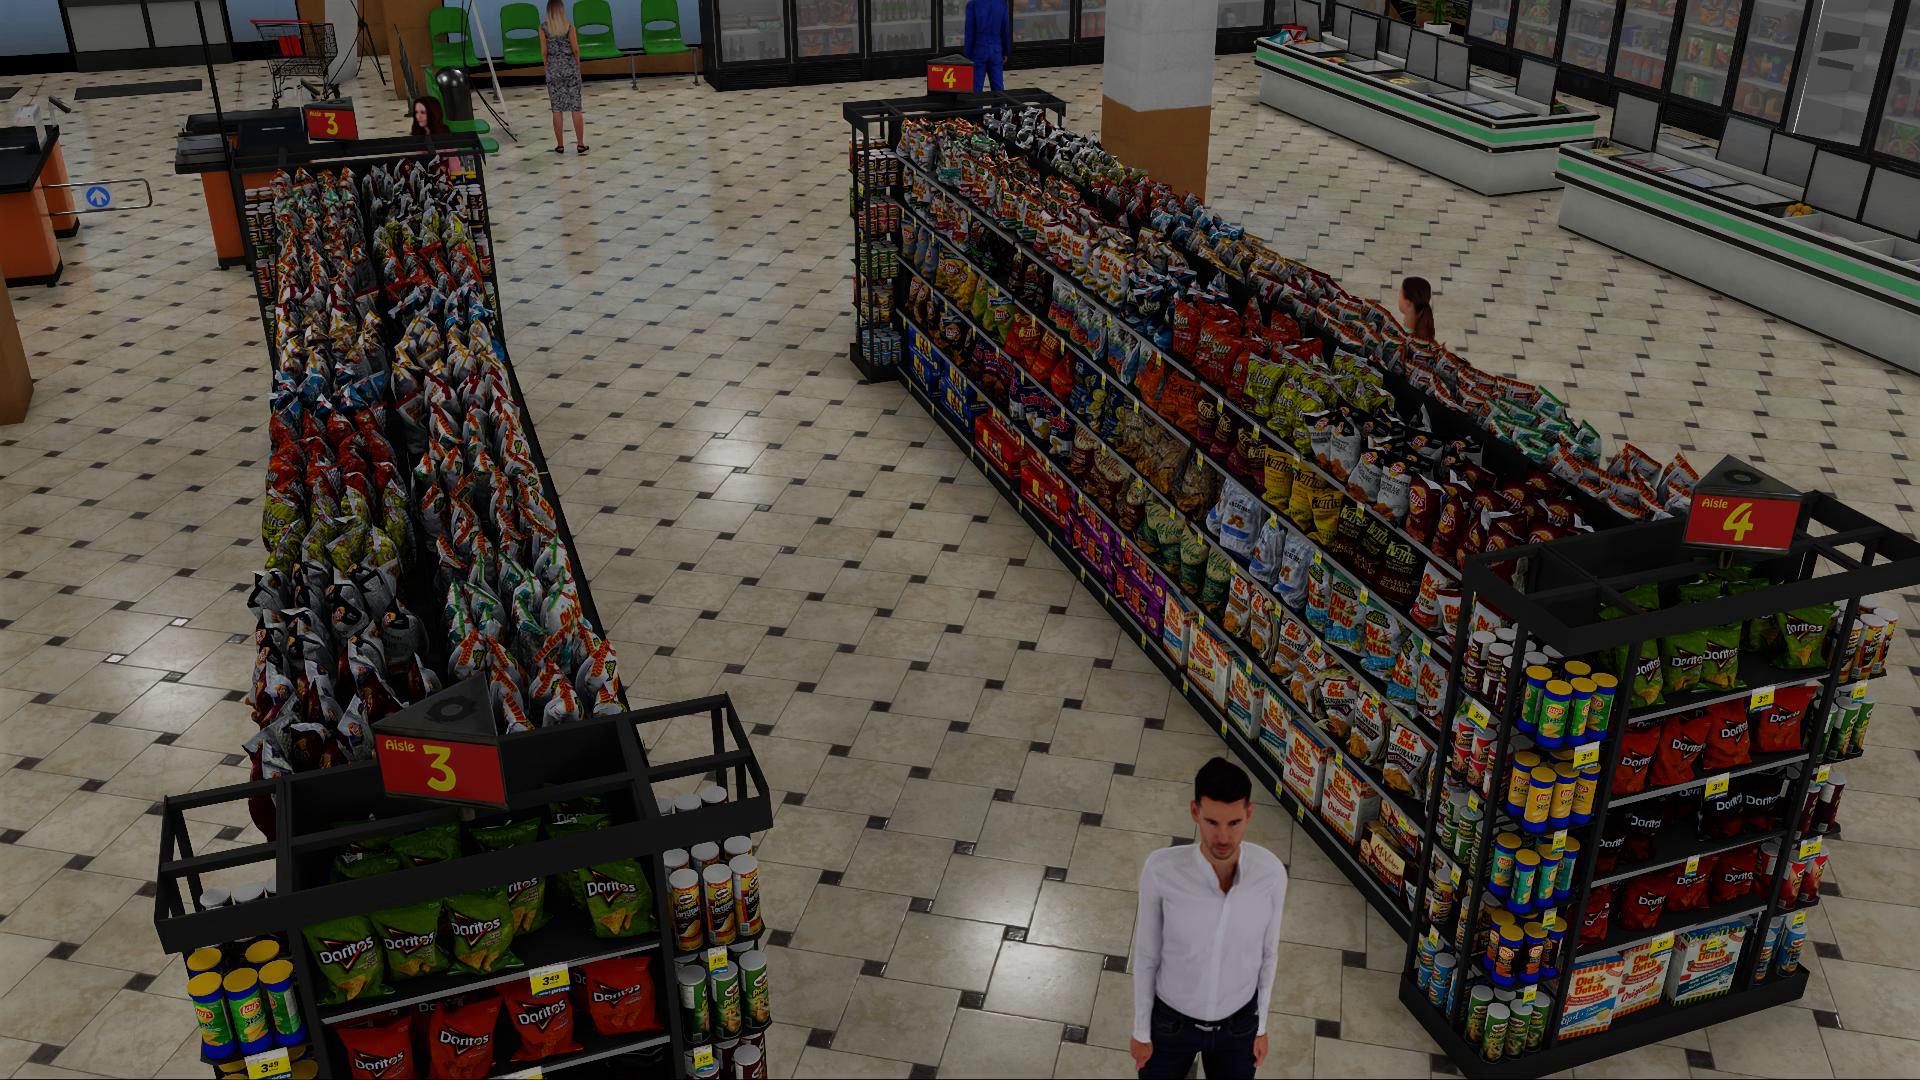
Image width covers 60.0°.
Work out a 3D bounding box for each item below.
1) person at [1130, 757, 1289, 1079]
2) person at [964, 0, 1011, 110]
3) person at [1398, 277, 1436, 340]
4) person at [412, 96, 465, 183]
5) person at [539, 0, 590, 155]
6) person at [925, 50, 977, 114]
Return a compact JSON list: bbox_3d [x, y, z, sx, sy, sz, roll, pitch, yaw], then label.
[{"bbox_3d":[0.763,1.485,5.259,0.689,1.868,0.686,-1,27,-2],"label":"person"},{"bbox_3d":[0.310,-5.685,19.444,0.737,1.827,0.543,-8,28,-15],"label":"person"},{"bbox_3d":[2.757,-0.838,10.190,0.616,1.551,0.671,-18,32,-31],"label":"person"},{"bbox_3d":[-4.256,-2.745,13.673,0.690,1.802,0.730,9,28,18],"label":"person"},{"bbox_3d":[-4.451,-5.197,18.616,0.614,1.706,0.580,-2,27,-4],"label":"person"},{"bbox_3d":[-0.080,-3.395,14.853,0.746,1.895,0.798,11,29,21],"label":"person"}]
